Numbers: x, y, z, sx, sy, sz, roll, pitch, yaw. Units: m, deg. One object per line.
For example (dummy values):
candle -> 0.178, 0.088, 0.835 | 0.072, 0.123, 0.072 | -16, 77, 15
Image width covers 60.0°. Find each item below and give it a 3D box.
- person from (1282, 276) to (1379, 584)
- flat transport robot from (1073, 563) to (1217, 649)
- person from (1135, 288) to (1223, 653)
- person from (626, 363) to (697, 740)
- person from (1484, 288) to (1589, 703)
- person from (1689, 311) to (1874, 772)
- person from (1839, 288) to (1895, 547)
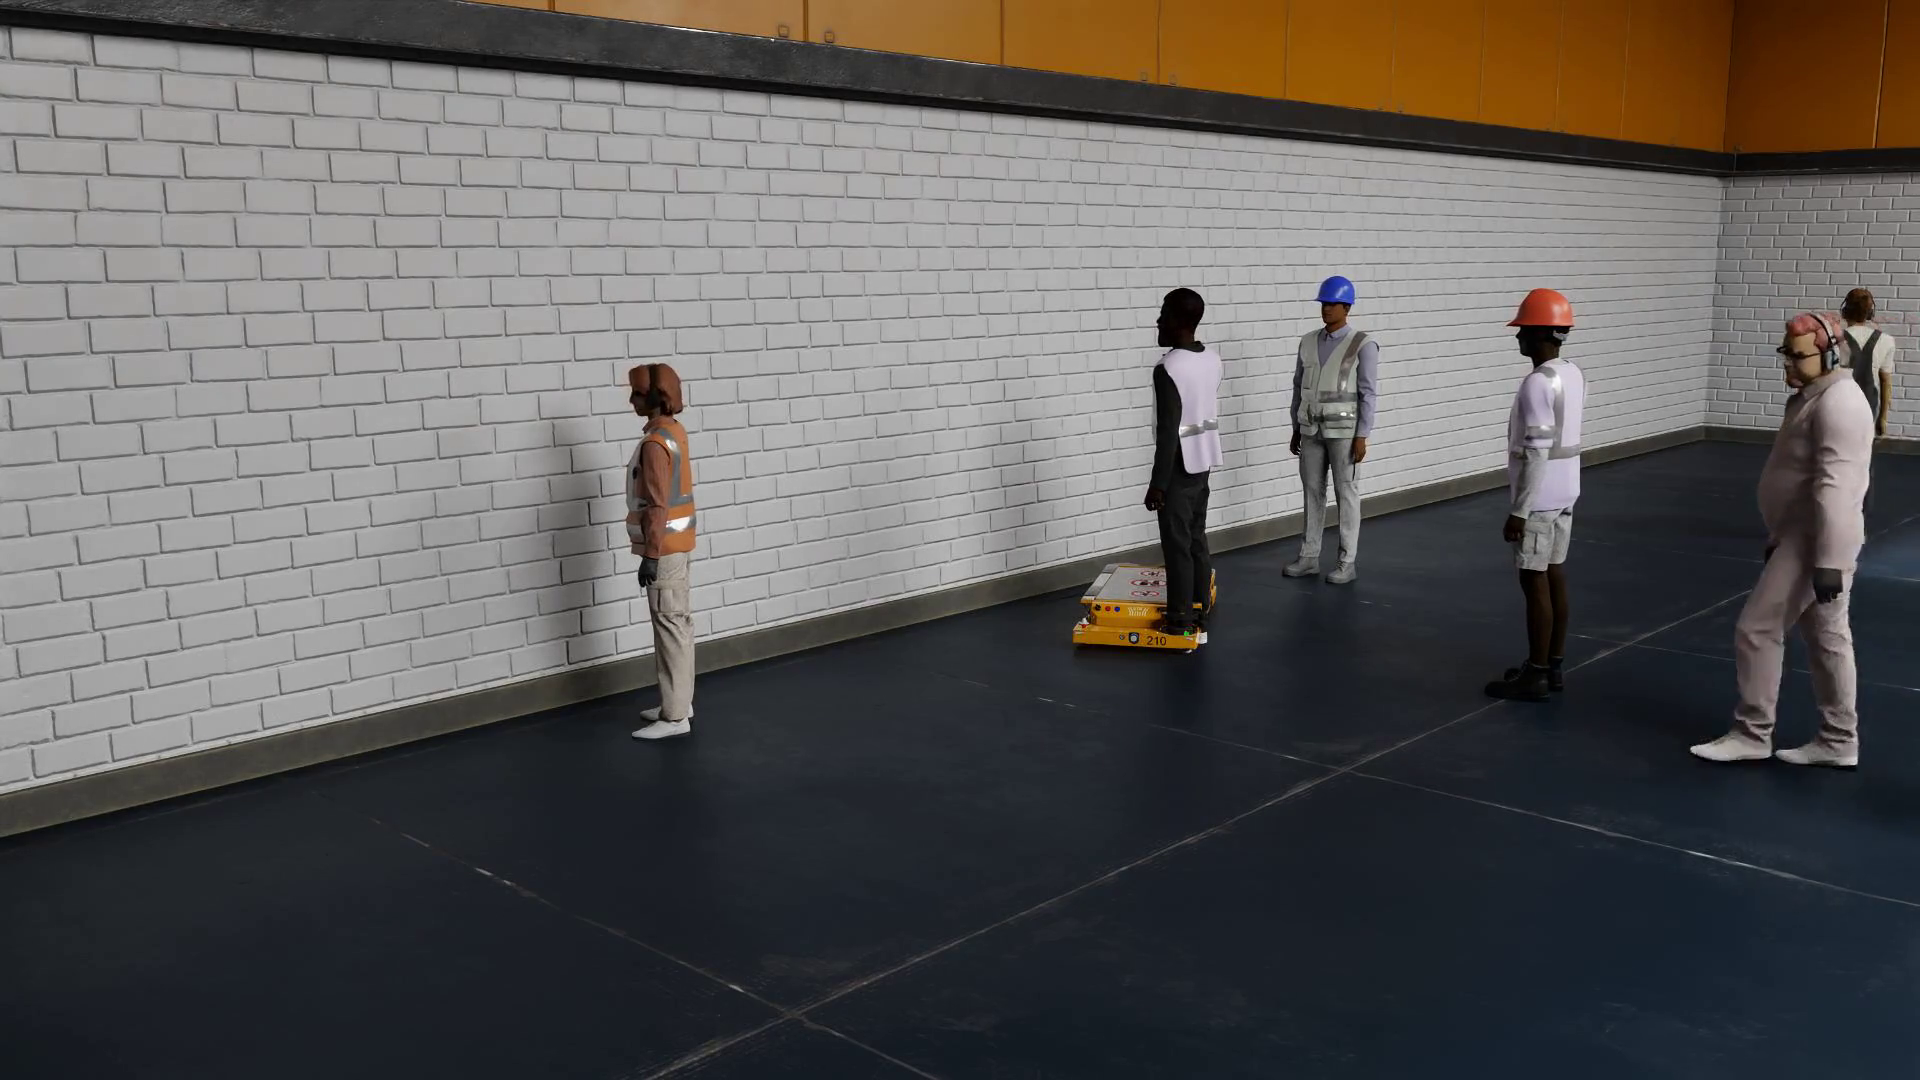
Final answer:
person -> 2.374, -0.704, 10.647 | 0.380, 1.951, 0.605 | -9, 14, -42
flat transport robot -> 1.072, 0.352, 9.410 | 0.652, 0.197, 1.431 | 2, 10, 13
person -> 1.175, -0.362, 8.783 | 0.392, 1.922, 0.593 | 6, 12, 31
person -> -1.298, 0.047, 7.263 | 0.307, 1.638, 0.513 | 0, 10, -3
person -> 2.712, -0.204, 7.830 | 0.364, 1.939, 0.542 | 8, 13, 38
person -> 3.339, 0.017, 6.750 | 0.777, 1.867, 0.706 | 5, 11, 25
person -> 6.336, -0.865, 11.861 | 0.514, 1.844, 0.333 | 1, 10, 7
